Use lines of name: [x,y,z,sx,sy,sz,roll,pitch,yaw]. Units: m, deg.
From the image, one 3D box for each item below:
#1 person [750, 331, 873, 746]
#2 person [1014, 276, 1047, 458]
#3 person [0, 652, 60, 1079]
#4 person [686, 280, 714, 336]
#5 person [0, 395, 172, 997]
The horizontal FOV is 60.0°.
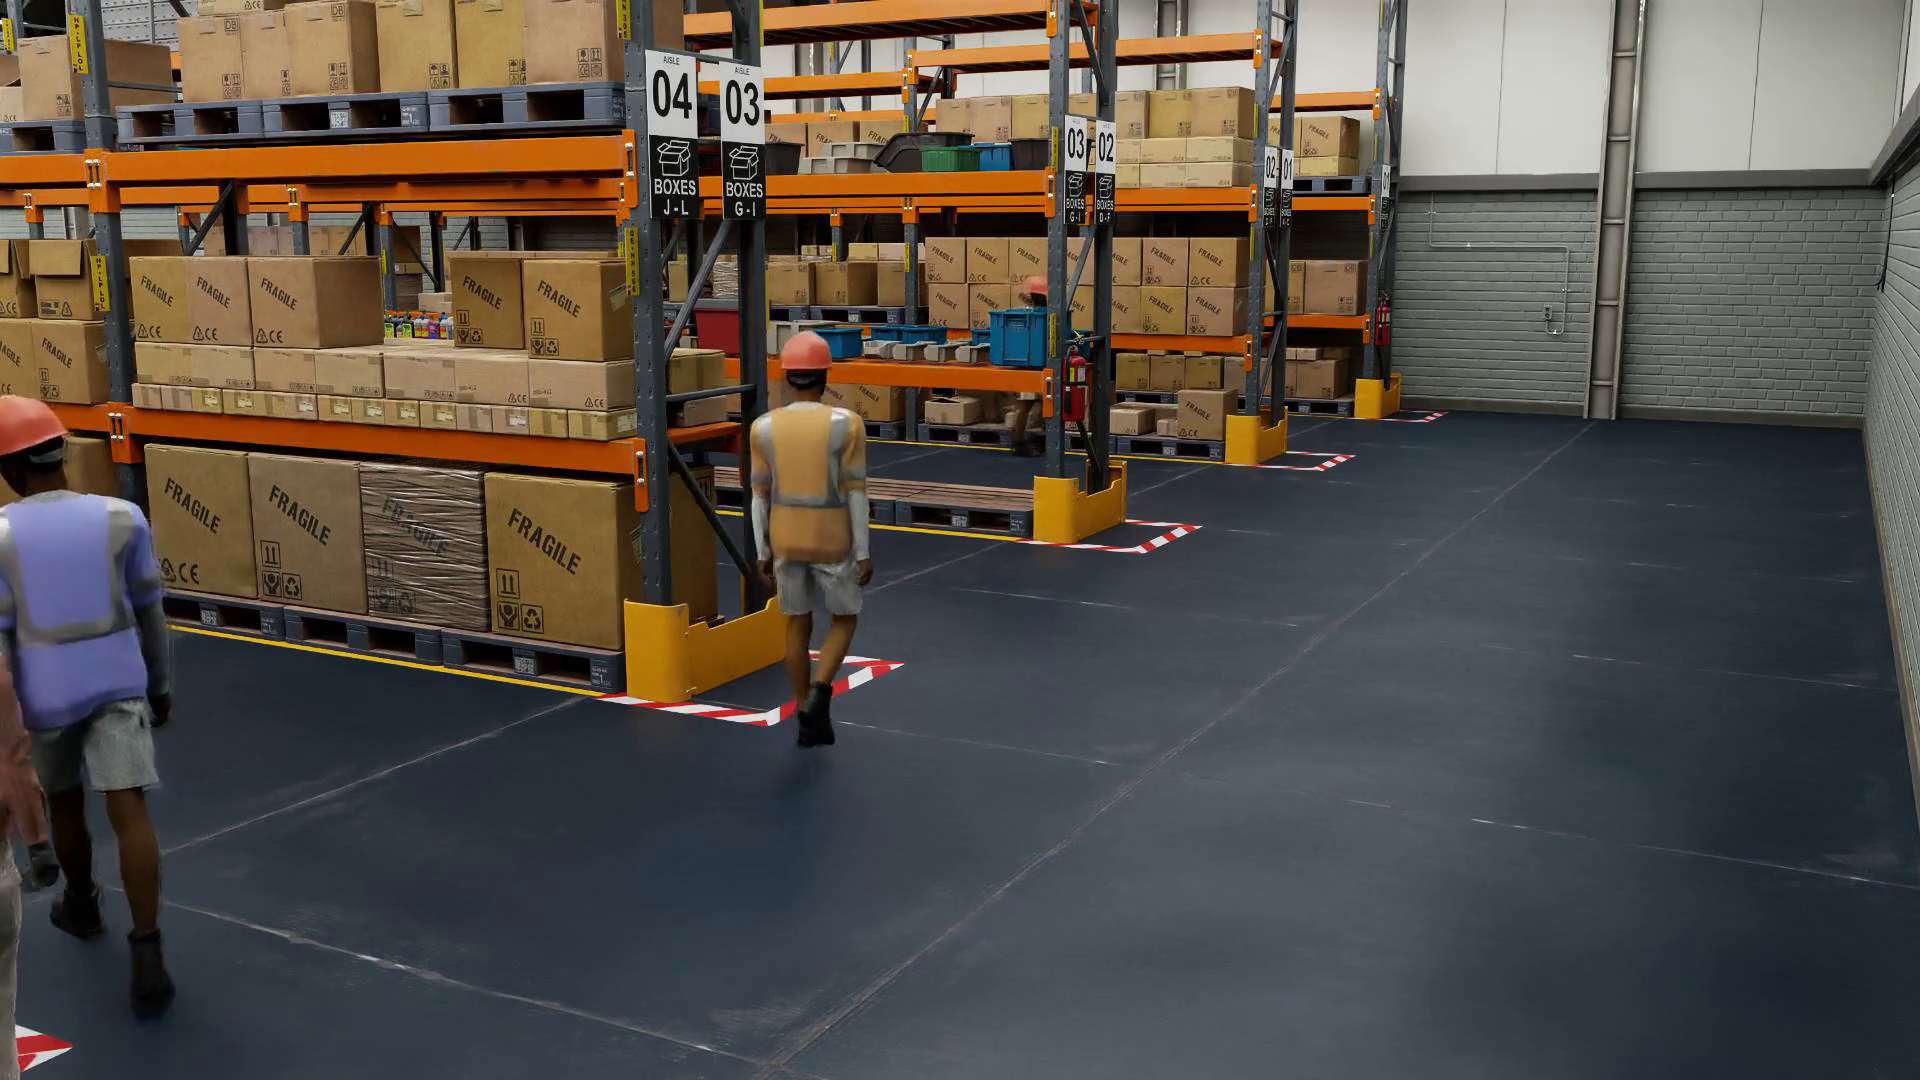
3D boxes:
person: [-0.680,0.021,7.551,0.570,1.924,0.503,2,11,12]
person: [0.862,-1.802,17.507,0.693,1.912,0.576,5,11,24]
person: [-2.586,0.762,4.318,0.552,1.627,0.374,5,12,25]
person: [-2.852,-1.966,18.550,0.319,1.863,0.521,6,12,28]
person: [-2.774,0.479,5.231,0.561,1.871,1.037,-7,12,-33]
